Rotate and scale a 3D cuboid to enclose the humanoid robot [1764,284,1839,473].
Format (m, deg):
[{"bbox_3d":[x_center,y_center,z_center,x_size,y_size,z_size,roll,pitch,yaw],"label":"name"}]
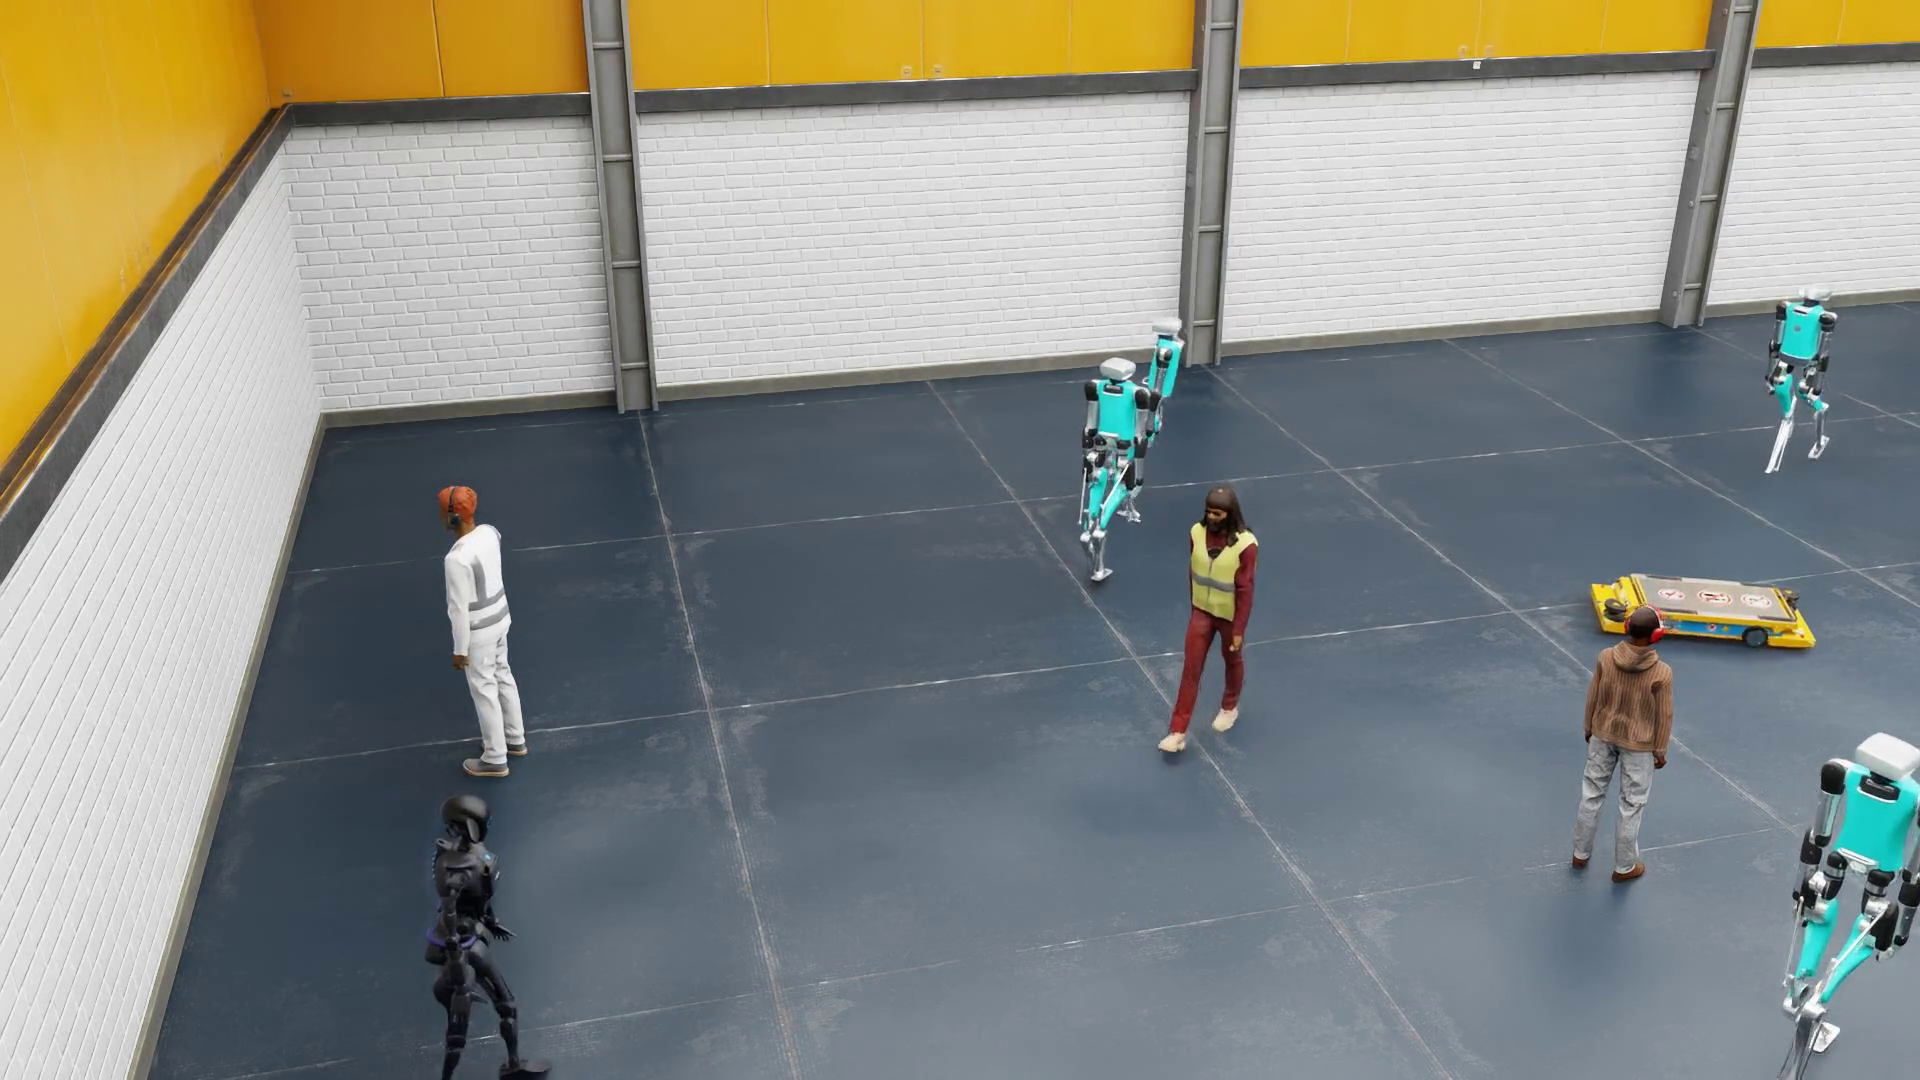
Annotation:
[{"bbox_3d":[7.649,-1.470,14.918,0.967,1.774,0.539,-16,28,-32],"label":"humanoid robot"}]

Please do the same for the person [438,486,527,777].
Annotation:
[{"bbox_3d":[-2.916,0.552,10.125,0.351,1.875,0.565,3,24,7],"label":"person"}]

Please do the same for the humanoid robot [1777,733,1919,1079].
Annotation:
[{"bbox_3d":[3.927,1.789,7.540,1.018,1.777,0.531,-20,31,-38],"label":"humanoid robot"}]

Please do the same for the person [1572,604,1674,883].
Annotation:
[{"bbox_3d":[3.628,1.117,9.108,0.460,1.647,0.329,19,30,37],"label":"person"}]

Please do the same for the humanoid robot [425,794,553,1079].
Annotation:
[{"bbox_3d":[-2.192,1.833,7.464,0.602,1.634,0.601,0,24,-1],"label":"humanoid robot"}]

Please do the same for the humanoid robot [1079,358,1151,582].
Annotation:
[{"bbox_3d":[1.071,-0.431,12.559,0.540,1.796,0.825,14,27,28],"label":"humanoid robot"}]

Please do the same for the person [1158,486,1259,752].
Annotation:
[{"bbox_3d":[1.577,0.509,10.384,0.484,1.728,0.893,14,28,30],"label":"person"}]

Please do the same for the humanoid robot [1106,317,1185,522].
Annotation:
[{"bbox_3d":[1.446,-0.974,13.787,0.748,1.803,0.540,7,25,15],"label":"humanoid robot"}]

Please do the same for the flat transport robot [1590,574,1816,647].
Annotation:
[{"bbox_3d":[5.427,0.515,12.189,1.431,0.231,0.659,5,24,10],"label":"flat transport robot"}]
